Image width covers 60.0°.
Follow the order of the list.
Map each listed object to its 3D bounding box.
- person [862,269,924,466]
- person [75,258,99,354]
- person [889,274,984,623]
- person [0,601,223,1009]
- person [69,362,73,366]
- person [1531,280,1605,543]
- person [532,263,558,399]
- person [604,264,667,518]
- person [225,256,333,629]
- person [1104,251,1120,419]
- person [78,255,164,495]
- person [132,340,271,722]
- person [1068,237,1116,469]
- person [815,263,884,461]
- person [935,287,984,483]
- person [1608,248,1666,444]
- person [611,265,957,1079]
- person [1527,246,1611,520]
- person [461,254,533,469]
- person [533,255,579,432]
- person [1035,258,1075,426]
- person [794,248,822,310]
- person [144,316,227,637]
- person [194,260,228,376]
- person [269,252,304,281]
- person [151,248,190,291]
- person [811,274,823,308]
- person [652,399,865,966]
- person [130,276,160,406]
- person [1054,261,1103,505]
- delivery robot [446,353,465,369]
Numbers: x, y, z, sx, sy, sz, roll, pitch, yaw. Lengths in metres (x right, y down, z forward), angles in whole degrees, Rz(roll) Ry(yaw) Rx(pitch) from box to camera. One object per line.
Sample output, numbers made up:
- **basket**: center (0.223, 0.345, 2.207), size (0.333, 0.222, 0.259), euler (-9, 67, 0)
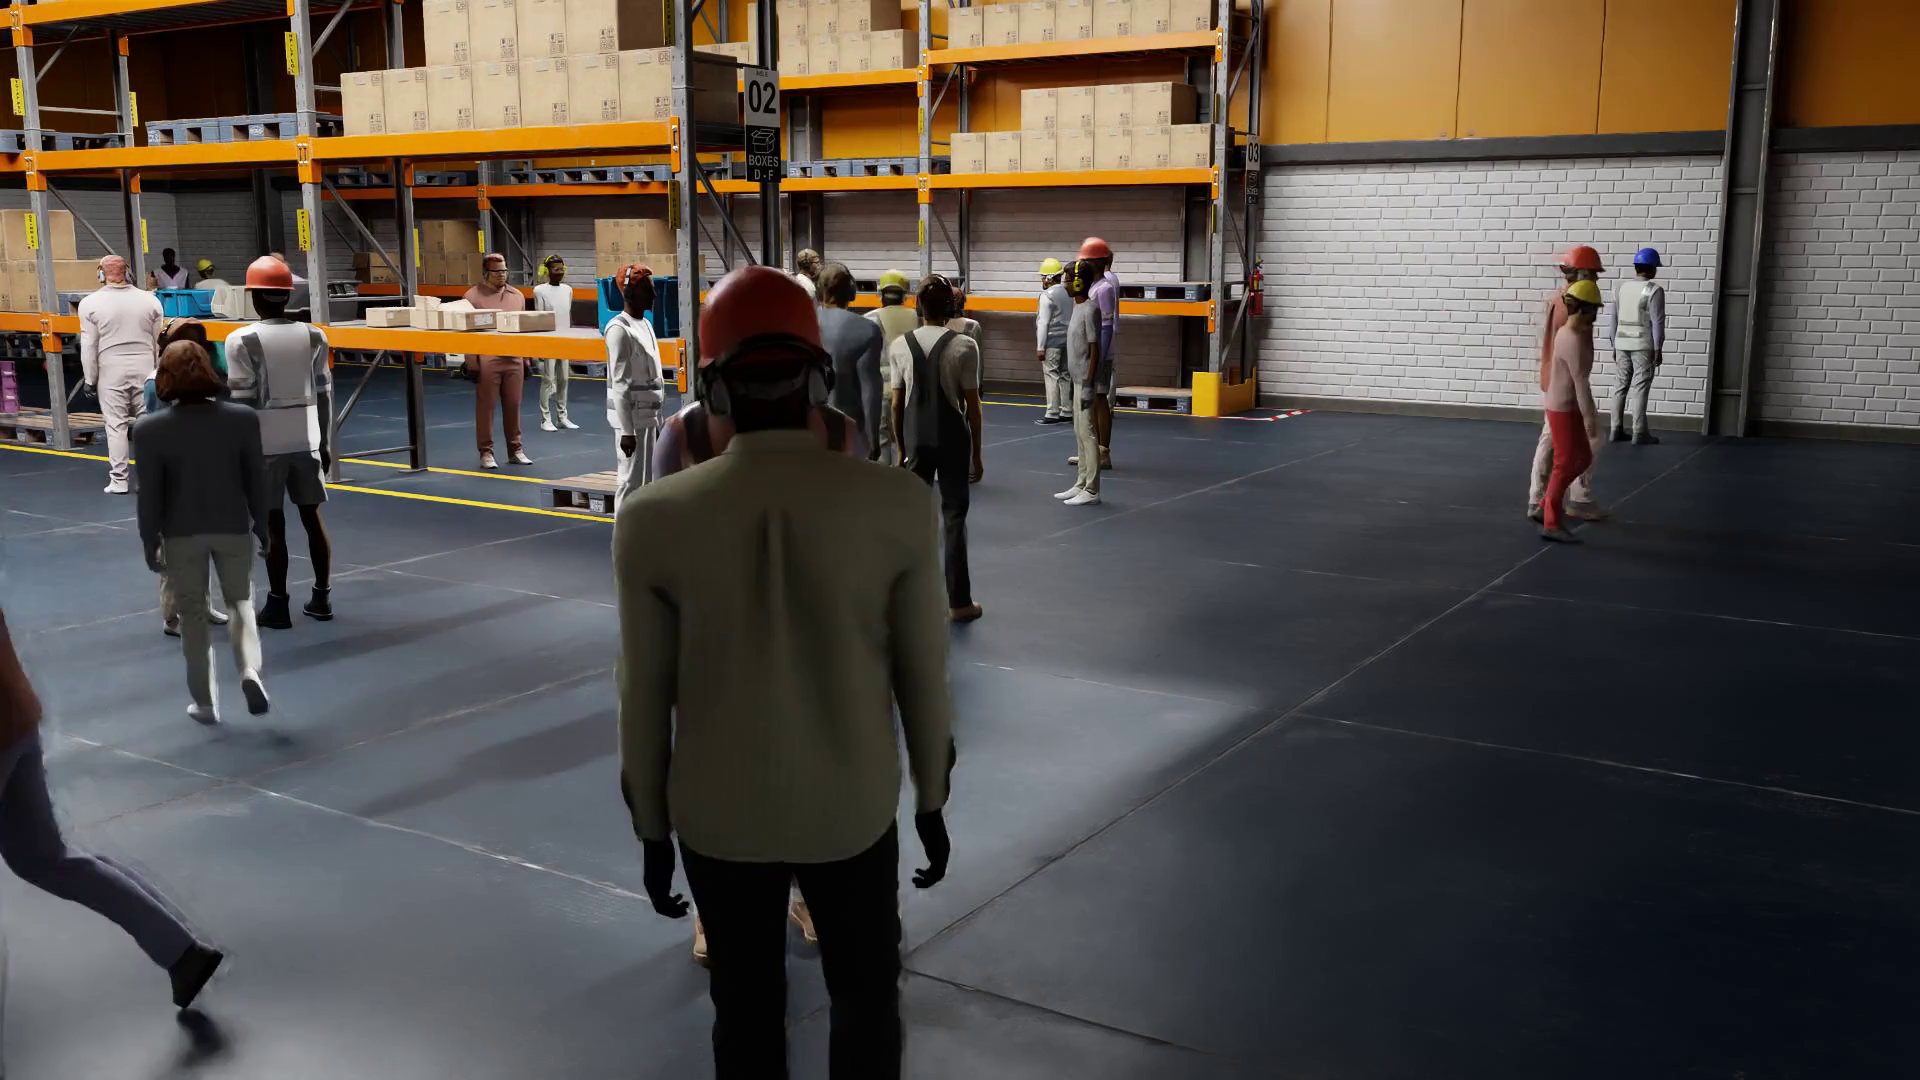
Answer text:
- **person**: center (-0.514, -1.123, 12.502), size (0.607, 1.812, 0.443), euler (-6, 12, -28)
- **person**: center (-9.949, -2.339, 19.226), size (0.751, 1.800, 0.614), euler (5, 12, 27)
- **person**: center (-0.118, -0.475, 8.807), size (0.508, 1.846, 0.345), euler (3, 11, 18)
- **person**: center (-2.232, 0.458, 3.971), size (0.737, 1.728, 0.557), euler (-4, 11, -20)
- **person**: center (-14.197, -3.679, 26.639), size (0.856, 1.811, 0.660), euler (1, 10, 5)
- **person**: center (4.100, -0.855, 11.129), size (0.377, 1.752, 0.537), euler (3, 11, 18)
- **person**: center (-5.188, -2.631, 21.049), size (0.408, 1.728, 0.513), euler (6, 12, 30)
- **person**: center (-1.911, -0.688, 9.879), size (0.346, 1.882, 0.584), euler (1, 10, 5)
- **person**: center (-3.557, -0.504, 8.709), size (0.358, 1.938, 0.548), euler (9, 13, 40)
- **person**: center (1.599, -2.298, 18.646), size (0.372, 1.940, 0.632), euler (3, 11, 15)
- **person**: center (-6.684, -1.315, 13.307), size (0.639, 1.902, 0.407), euler (-9, 14, -41)
- **person**: center (-3.114, -0.017, 6.887), size (0.514, 1.615, 0.461), euler (-7, 12, -34)
- **person**: center (1.182, -1.641, 14.712), size (0.368, 2.046, 0.608), euler (-2, 10, -10)
- **person**: center (-0.717, -0.663, 9.737), size (0.652, 1.892, 0.929), euler (3, 11, 17)
- **person**: center (-0.049, -1.280, 13.839), size (0.513, 1.639, 0.307), euler (3, 11, 15)
- **person**: center (6.764, -1.930, 16.590), size (0.404, 1.943, 0.612), euler (-5, 11, -26)
- **person**: center (-0.311, 0.502, 3.030), size (0.630, 1.976, 0.608), euler (-1, 10, -6)
- **person**: center (4.488, -1.124, 12.038), size (0.714, 1.968, 0.655), euler (0, 10, 1)
- **person**: center (-4.105, -1.589, 14.837), size (0.402, 1.900, 0.646), euler (9, 14, 41)
- **person**: center (-4.288, -2.088, 17.677), size (0.311, 1.869, 0.530), euler (8, 13, 36)
- **person**: center (1.028, -2.159, 18.205), size (0.404, 1.826, 0.592), euler (8, 13, 36)
- **person**: center (-1.581, -2.012, 17.059), size (0.376, 1.940, 0.629), euler (-2, 10, -11)
- **person**: center (-3.977, -0.327, 8.566), size (0.311, 1.636, 0.522), euler (1, 10, 5)
- **person**: center (-11.219, -3.328, 24.934), size (0.806, 1.720, 0.542), euler (7, 12, 35)
- **person**: center (-8.619, -2.727, 21.224), size (0.634, 1.872, 0.962), euler (-8, 13, -37)
- **person**: center (-13.110, -3.904, 27.656), size (0.603, 1.900, 0.729), euler (-7, 12, -35)
- **person**: center (-1.755, -2.359, 19.654), size (0.317, 1.697, 0.535), euler (8, 13, 39)
- **person**: center (-0.545, 0.268, 4.700), size (0.621, 1.845, 0.430), euler (-3, 11, -19)
- **person**: center (-9.775, -2.393, 20.144), size (0.864, 1.584, 0.513), euler (2, 11, 13)
- **person**: center (0.928, -1.194, 12.744), size (0.333, 1.864, 0.520), euler (-1, 10, -6)
- **delivery robot**: center (-7.177, -2.668, 24.272), size (0.707, 0.478, 0.477), euler (7, 12, 35)
